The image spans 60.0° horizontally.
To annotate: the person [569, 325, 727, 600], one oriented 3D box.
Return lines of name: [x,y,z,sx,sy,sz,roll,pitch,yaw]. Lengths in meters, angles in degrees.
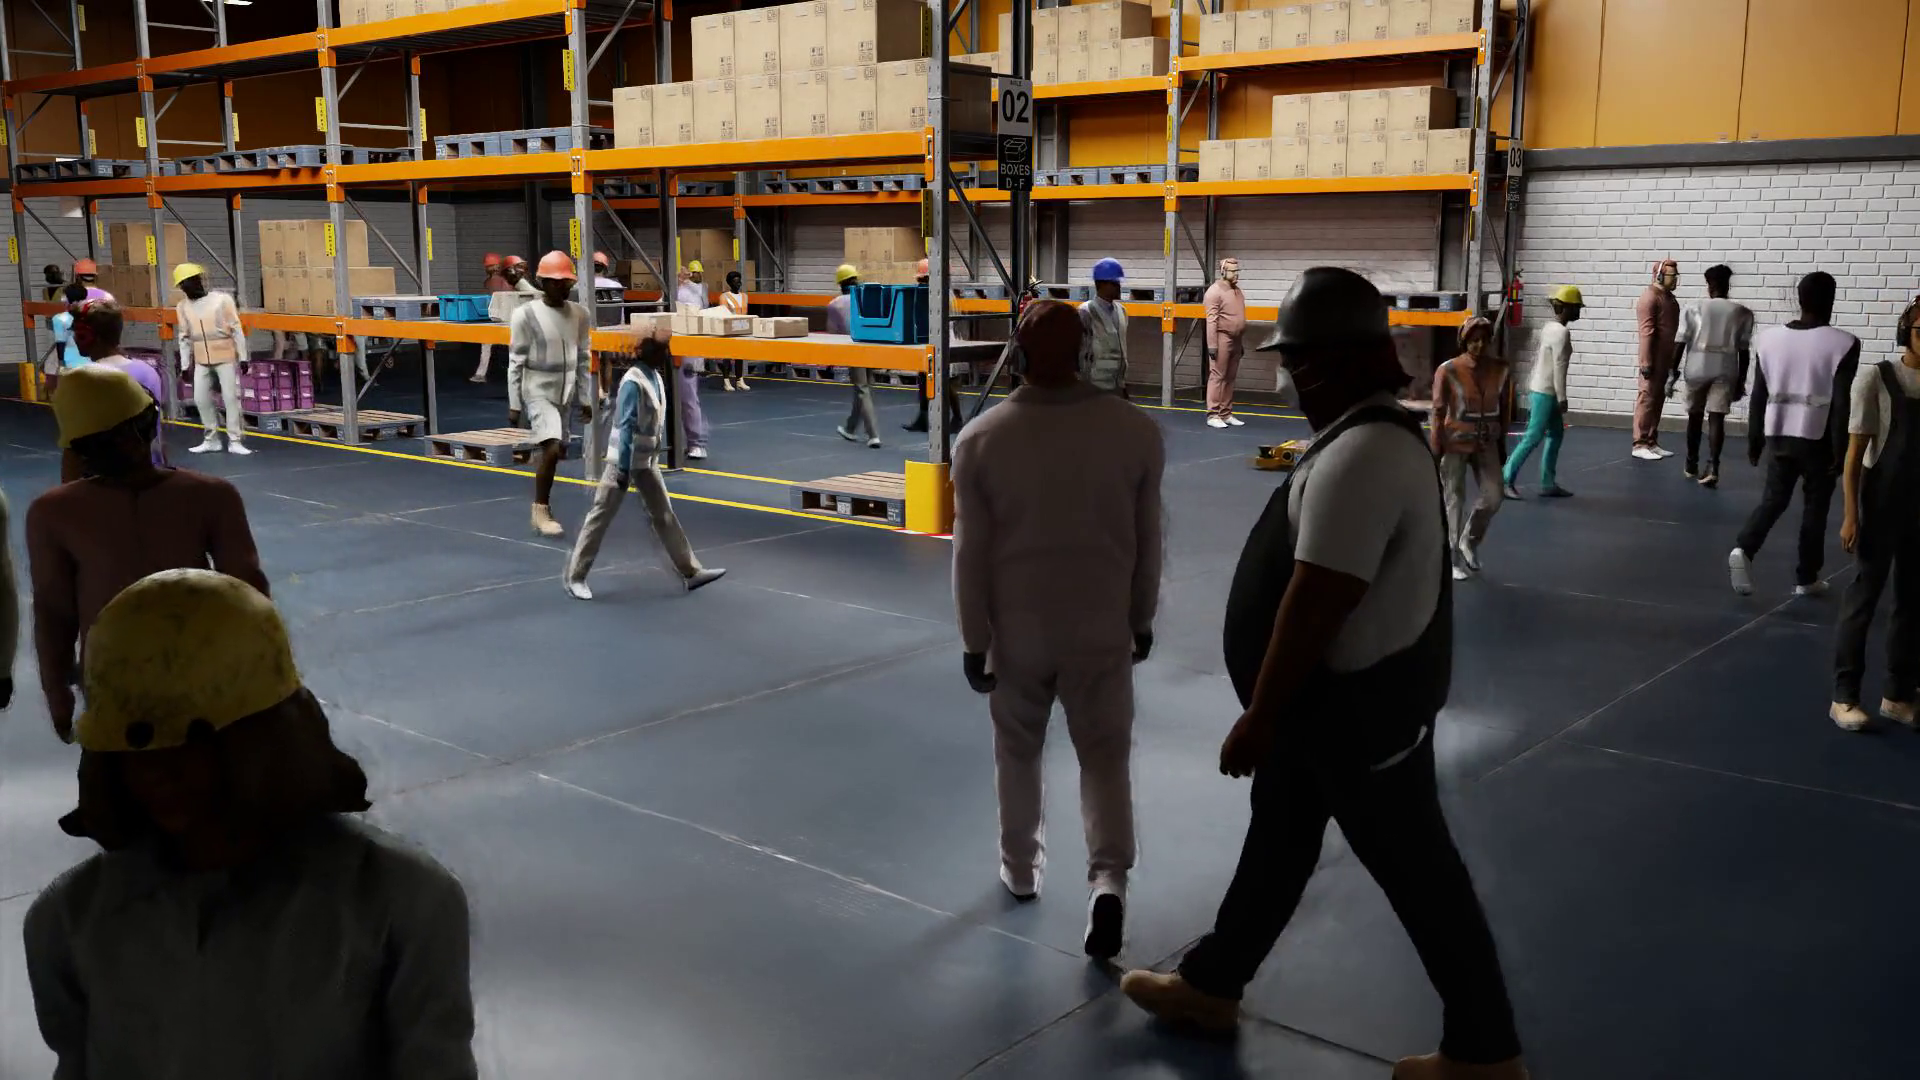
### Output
person: [-1.867,-0.443,9.621,0.913,1.572,0.578,1,10,8]

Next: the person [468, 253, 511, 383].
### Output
person: [-7.011,-3.376,25.276,0.607,1.952,1.018,7,12,34]

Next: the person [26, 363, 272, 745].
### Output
person: [-2.065,0.404,4.339,0.551,1.717,0.762,-7,12,-36]

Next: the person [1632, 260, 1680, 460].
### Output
person: [6.740,-1.731,16.021,0.407,1.906,0.655,8,13,40]

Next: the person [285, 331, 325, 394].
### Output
person: [-9.108,-2.957,23.059,0.572,1.880,0.642,-3,10,-16]

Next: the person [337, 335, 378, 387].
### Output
person: [-8.893,-3.199,24.383,0.956,1.905,0.639,6,12,32]

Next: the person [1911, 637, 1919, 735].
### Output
person: [4.258,-0.158,7.088,0.880,1.900,0.554,-9,14,-43]

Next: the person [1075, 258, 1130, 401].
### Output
person: [1.125,-1.225,13.022,0.400,1.944,0.618,8,13,40]

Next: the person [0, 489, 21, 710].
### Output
person: [-2.873,0.354,4.506,0.609,1.777,0.949,-6,12,-32]

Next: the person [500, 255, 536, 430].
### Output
person: [-4.673,-2.104,18.075,0.396,1.945,0.827,-7,12,-34]

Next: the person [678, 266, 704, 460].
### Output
person: [-2.682,-1.714,16.064,0.432,1.865,0.807,-1,10,-5]

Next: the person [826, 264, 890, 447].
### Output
person: [-1.070,-1.896,17.133,0.594,1.842,1.029,-5,11,-29]

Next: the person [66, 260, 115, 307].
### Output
person: [-9.793,-2.218,18.842,0.978,1.892,0.563,8,13,39]

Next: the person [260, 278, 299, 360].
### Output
person: [-10.101,-3.309,24.771,0.471,1.980,0.647,6,12,32]

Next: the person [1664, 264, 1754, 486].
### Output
person: [6.462,-1.432,14.361,0.652,1.899,1.036,4,11,22]

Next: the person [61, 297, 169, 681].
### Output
person: [-3.809,-0.198,7.570,0.930,1.808,0.581,2,10,9]

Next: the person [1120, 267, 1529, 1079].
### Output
person: [0.928,0.314,3.992,1.016,2.000,0.688,2,10,12]

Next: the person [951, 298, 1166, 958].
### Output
person: [0.291,0.239,4.870,0.637,1.883,0.858,0,10,-2]

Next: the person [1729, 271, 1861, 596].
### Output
person: [4.802,-0.591,9.570,0.791,1.897,0.595,-7,12,-35]

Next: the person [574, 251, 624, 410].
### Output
person: [-4.554,-2.640,20.998,0.635,1.999,0.990,-3,10,-17]

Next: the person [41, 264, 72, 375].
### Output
person: [-12.758,-3.017,23.673,0.630,1.804,0.949,3,10,15]

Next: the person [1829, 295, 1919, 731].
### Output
person: [3.948,-0.110,6.966,0.517,1.842,0.325,-1,10,-4]

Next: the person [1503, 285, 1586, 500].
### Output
person: [4.682,-1.187,13.439,0.644,1.728,0.541,2,10,12]

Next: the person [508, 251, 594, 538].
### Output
person: [-2.865,-1.011,11.667,0.678,1.998,0.607,8,13,37]

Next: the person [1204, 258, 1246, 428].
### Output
person: [3.031,-2.224,18.827,0.407,1.906,0.655,8,13,40]

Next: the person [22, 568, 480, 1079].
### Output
person: [-0.764,0.865,1.841,0.491,1.695,0.905,-1,10,-8]

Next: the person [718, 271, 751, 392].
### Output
person: [-3.184,-2.953,23.573,0.316,1.695,0.542,8,13,40]

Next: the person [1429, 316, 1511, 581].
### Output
person: [3.090,-0.552,10.117,0.533,1.615,0.405,-2,10,-11]

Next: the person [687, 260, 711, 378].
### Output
person: [-4.105,-3.420,25.853,0.404,1.828,0.603,8,13,40]

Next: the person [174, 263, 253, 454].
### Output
person: [-7.292,-1.756,16.276,0.693,1.877,0.386,0,10,3]

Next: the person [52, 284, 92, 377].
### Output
person: [-9.110,-1.828,17.275,0.545,1.644,0.869,-9,13,-42]

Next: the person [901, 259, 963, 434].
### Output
person: [-0.327,-2.095,18.111,0.819,1.898,0.618,-1,10,-8]

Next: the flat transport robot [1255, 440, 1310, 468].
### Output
flat transport robot: [3.482,-0.765,15.171,1.431,0.197,0.652,5,11,25]

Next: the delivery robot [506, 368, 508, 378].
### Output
delivery robot: [-5.705,-2.206,22.302,0.707,0.478,0.477,1,10,7]

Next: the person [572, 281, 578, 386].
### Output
person: [-5.722,-3.148,24.297,0.404,1.830,0.603,8,13,40]

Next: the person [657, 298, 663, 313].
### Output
person: [-3.582,-2.557,21.184,0.546,1.734,0.467,-5,11,-24]
